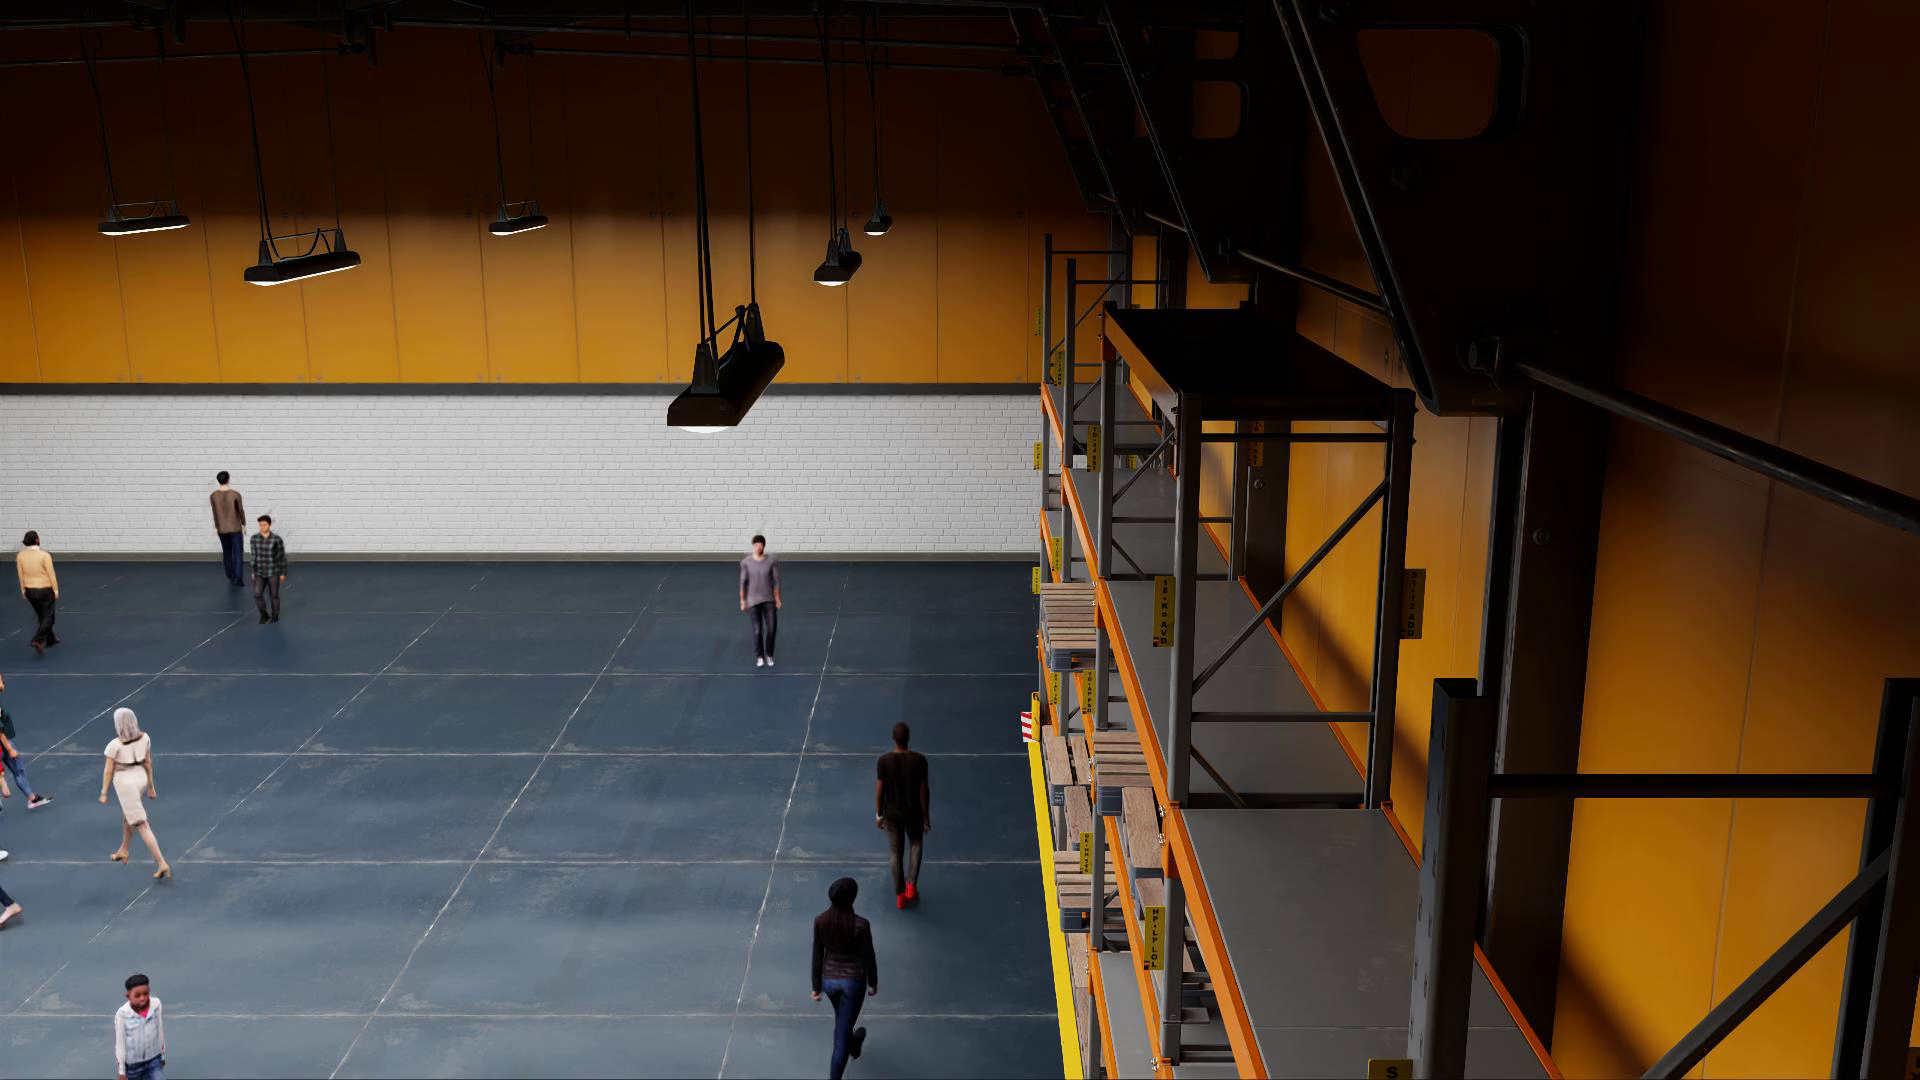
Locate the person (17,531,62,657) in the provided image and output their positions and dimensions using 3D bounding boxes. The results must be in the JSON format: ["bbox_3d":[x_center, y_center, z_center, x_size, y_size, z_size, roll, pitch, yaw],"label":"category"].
[{"bbox_3d":[-12.872,0.752,23.204,0.725,1.730,1.099,1,14,5],"label":"person"}]

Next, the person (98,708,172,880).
[{"bbox_3d":[-7.946,2.501,16.079,0.996,1.684,1.167,7,15,25],"label":"person"}]

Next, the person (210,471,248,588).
[{"bbox_3d":[-11.734,-0.184,26.710,0.669,1.898,0.826,-1,14,-3],"label":"person"}]

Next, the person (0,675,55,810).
[{"bbox_3d":[-10.243,2.210,17.509,1.062,1.576,1.118,-10,17,-34],"label":"person"}]

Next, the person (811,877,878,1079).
[{"bbox_3d":[-0.890,3.392,12.377,0.873,1.694,1.254,4,14,17],"label":"person"}]

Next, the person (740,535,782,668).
[{"bbox_3d":[-2.714,0.809,22.732,0.728,1.841,0.651,-1,14,-5],"label":"person"}]

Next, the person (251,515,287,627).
[{"bbox_3d":[-10.321,0.437,24.810,0.725,1.706,0.612,-1,14,-5],"label":"person"}]

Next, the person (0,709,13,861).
[{"bbox_3d":[-9.678,2.432,16.379,0.811,1.675,0.859,8,16,31],"label":"person"}]

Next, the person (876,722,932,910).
[{"bbox_3d":[-0.530,2.591,15.465,0.658,1.798,0.567,0,14,1],"label":"person"}]

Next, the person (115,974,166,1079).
[{"bbox_3d":[-5.930,3.710,12.025,0.770,1.242,0.928,-9,16,-32],"label":"person"}]
